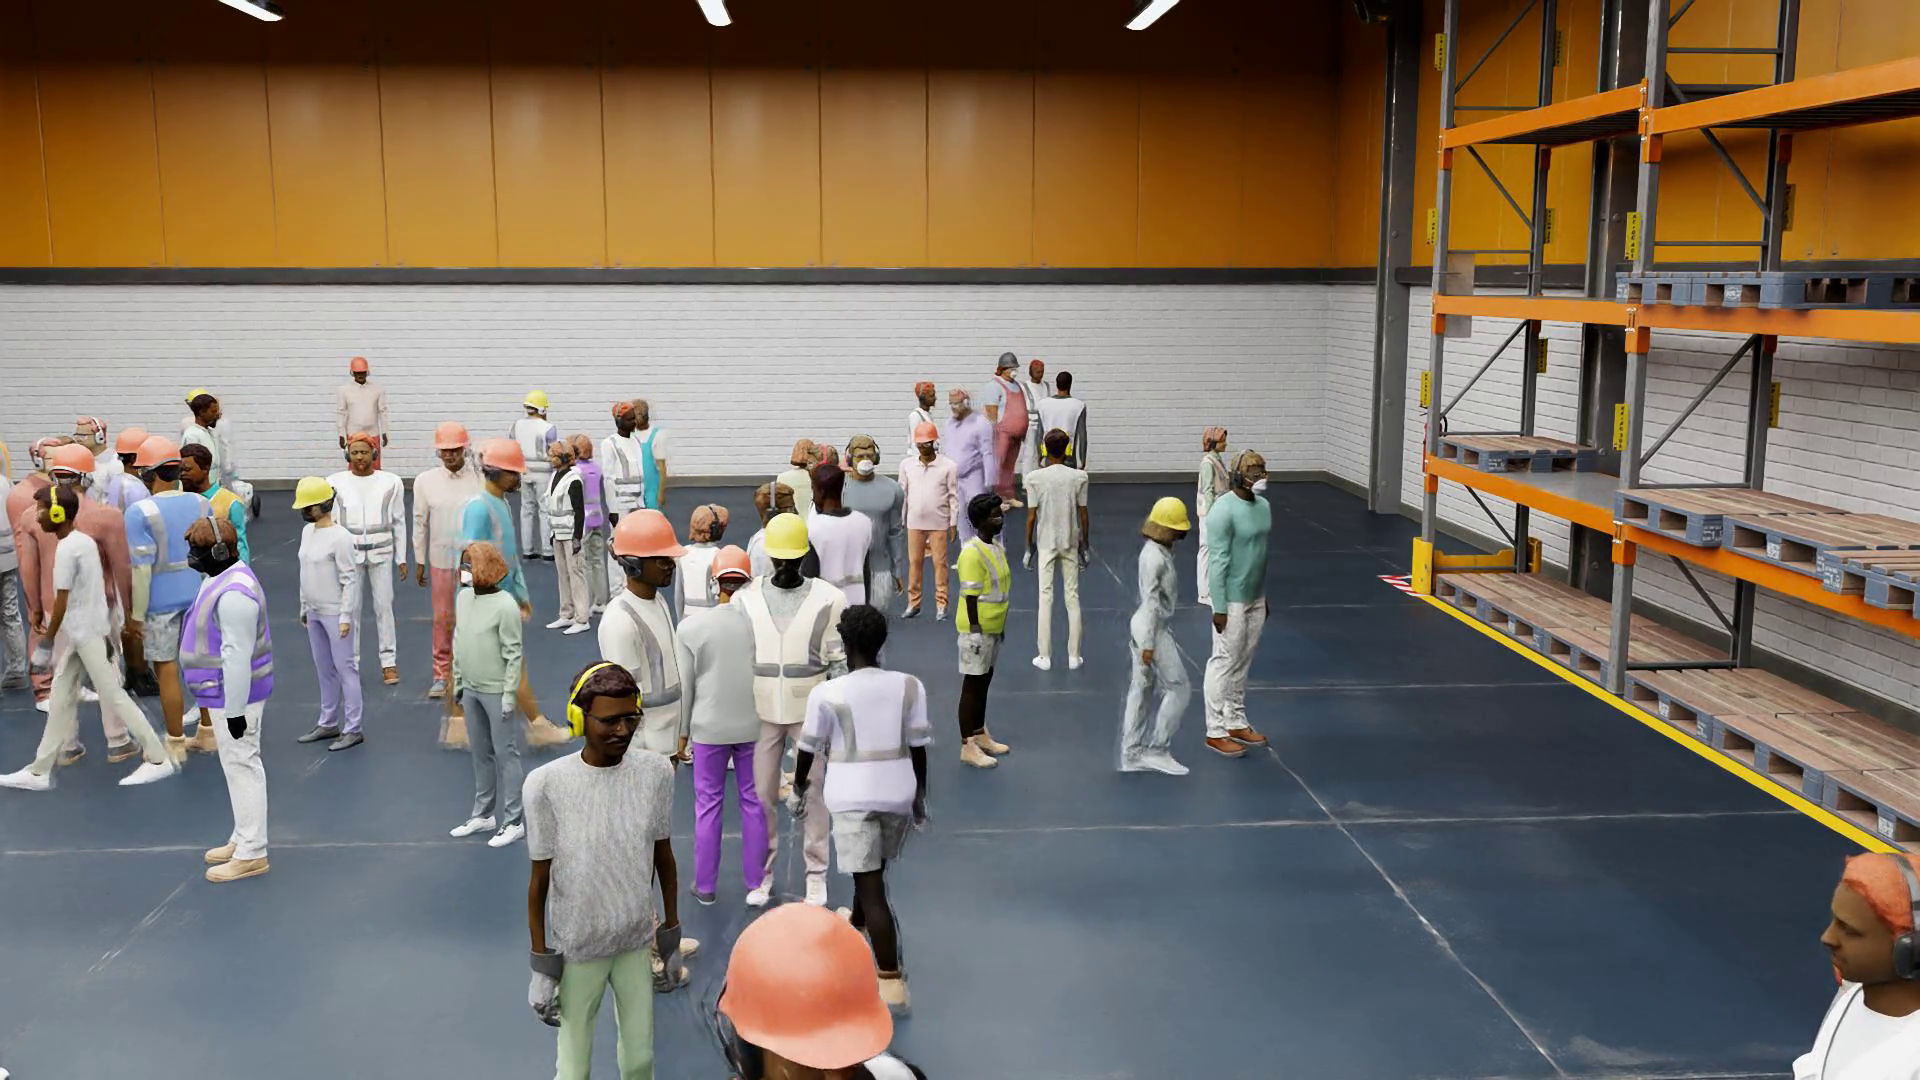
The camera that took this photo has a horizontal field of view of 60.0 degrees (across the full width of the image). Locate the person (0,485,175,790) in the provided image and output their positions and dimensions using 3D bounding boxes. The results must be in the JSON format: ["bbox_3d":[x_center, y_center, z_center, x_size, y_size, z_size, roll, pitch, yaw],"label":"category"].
[{"bbox_3d":[-5.154,0.586,9.733,0.971,1.811,0.586,-4,10,-22],"label":"person"}]

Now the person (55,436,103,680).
[{"bbox_3d":[-6.645,0.134,12.481,0.358,1.835,0.516,3,10,19],"label":"person"}]

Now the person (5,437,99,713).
[{"bbox_3d":[-6.270,0.239,11.573,0.406,1.911,0.637,1,9,6],"label":"person"}]

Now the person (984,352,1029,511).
[{"bbox_3d":[0.635,-1.411,21.521,0.537,2.000,0.674,6,11,33],"label":"person"}]

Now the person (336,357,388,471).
[{"bbox_3d":[-7.760,-1.390,21.602,0.636,1.981,0.431,-6,11,-32],"label":"person"}]

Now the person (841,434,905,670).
[{"bbox_3d":[-0.675,0.230,11.531,0.627,1.940,0.372,-3,10,-20],"label":"person"}]

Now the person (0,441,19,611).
[{"bbox_3d":[-8.422,-0.231,14.467,0.367,1.927,0.584,-5,10,-28],"label":"person"}]

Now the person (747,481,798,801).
[{"bbox_3d":[-1.073,0.579,9.634,0.343,1.847,0.507,-2,9,-12],"label":"person"}]

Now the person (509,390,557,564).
[{"bbox_3d":[-4.427,-0.662,17.467,0.600,1.829,0.404,4,10,24],"label":"person"}]

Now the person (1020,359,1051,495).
[{"bbox_3d":[1.034,-1.540,22.855,0.584,1.877,0.356,-7,12,-39],"label":"person"}]

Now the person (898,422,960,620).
[{"bbox_3d":[-0.288,-0.167,14.601,0.574,1.749,0.333,2,9,14],"label":"person"}]

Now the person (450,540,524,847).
[{"bbox_3d":[-2.523,0.808,8.860,0.499,1.633,0.286,7,11,36],"label":"person"}]

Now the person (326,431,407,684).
[{"bbox_3d":[-4.378,0.141,12.268,0.572,1.883,0.356,-3,10,-19],"label":"person"}]

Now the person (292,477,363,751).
[{"bbox_3d":[-4.056,0.465,10.625,0.523,1.760,0.327,7,11,37],"label":"person"}]

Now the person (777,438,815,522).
[{"bbox_3d":[-1.320,-0.058,14.293,0.498,1.634,0.279,0,9,-2],"label":"person"}]

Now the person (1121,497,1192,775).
[{"bbox_3d":[1.226,0.580,10.020,0.546,1.703,0.512,1,9,3],"label":"person"}]

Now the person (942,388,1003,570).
[{"bbox_3d":[0.134,-0.638,17.201,0.659,1.876,0.613,8,12,42],"label":"person"}]

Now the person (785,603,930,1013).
[{"bbox_3d":[-0.416,1.089,7.034,0.550,1.631,0.894,-5,10,-27],"label":"person"}]

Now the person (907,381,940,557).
[{"bbox_3d":[-0.391,-0.771,17.993,0.354,1.883,0.572,2,9,13],"label":"person"}]

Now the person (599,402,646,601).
[{"bbox_3d":[-3.032,-0.313,15.123,0.355,1.882,0.575,3,10,18],"label":"person"}]

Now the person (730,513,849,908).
[{"bbox_3d":[-0.819,0.814,7.941,0.590,1.918,0.400,1,9,5],"label":"person"}]

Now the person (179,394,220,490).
[{"bbox_3d":[-7.185,-0.429,15.776,0.387,1.910,0.593,-2,9,-10],"label":"person"}]

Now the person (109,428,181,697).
[{"bbox_3d":[-5.900,0.156,11.999,0.367,1.935,0.552,-8,12,-41],"label":"person"}]

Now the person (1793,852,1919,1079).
[{"bbox_3d":[1.871,1.547,3.441,0.355,1.883,0.573,1,9,9],"label":"person"}]

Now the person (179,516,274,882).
[{"bbox_3d":[-3.687,0.786,8.388,0.429,1.837,0.624,-5,10,-28],"label":"person"}]

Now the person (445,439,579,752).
[{"bbox_3d":[-2.838,0.363,10.528,1.001,1.990,0.630,-1,9,-3],"label":"person"}]

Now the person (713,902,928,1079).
[{"bbox_3d":[-0.238,1.582,2.797,0.633,2.012,0.759,-7,11,-37],"label":"person"}]

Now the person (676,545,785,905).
[{"bbox_3d":[-1.102,0.889,8.033,0.574,1.736,0.354,-3,10,-19],"label":"person"}]

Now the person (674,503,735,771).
[{"bbox_3d":[-1.534,0.596,10.172,0.523,1.638,0.310,7,12,38],"label":"person"}]

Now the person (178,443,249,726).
[{"bbox_3d":[-5.028,0.304,11.138,0.599,1.915,0.375,3,9,18],"label":"person"}]

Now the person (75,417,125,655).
[{"bbox_3d":[-6.872,-0.029,13.262,0.642,1.909,0.409,4,10,23],"label":"person"}]

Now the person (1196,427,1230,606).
[{"bbox_3d":[2.322,-0.220,15.294,0.307,1.641,0.514,3,9,16],"label":"person"}]

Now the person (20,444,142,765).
[{"bbox_3d":[-5.431,0.399,10.297,0.625,1.992,0.388,-2,9,-10],"label":"person"}]

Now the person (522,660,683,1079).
[{"bbox_3d":[-1.098,1.284,5.177,0.509,1.860,0.333,-6,11,-33],"label":"person"}]

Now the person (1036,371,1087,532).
[{"bbox_3d":[1.181,-1.005,19.398,0.601,1.911,0.390,2,9,15],"label":"person"}]

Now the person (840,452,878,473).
[{"bbox_3d":[-0.748,0.192,12.350,0.326,1.752,0.559,-1,9,-4],"label":"person"}]

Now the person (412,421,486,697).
[{"bbox_3d":[-3.597,0.140,11.925,0.622,1.992,0.397,-2,9,-11],"label":"person"}]

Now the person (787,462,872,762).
[{"bbox_3d":[-0.757,0.466,10.193,0.712,1.898,0.605,7,11,37],"label":"person"}]

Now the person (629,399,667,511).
[{"bbox_3d":[-3.117,-0.468,16.318,0.537,1.811,0.617,3,9,17],"label":"person"}]

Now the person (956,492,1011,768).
[{"bbox_3d":[0.148,0.545,10.312,0.321,1.697,0.529,3,10,18],"label":"person"}]

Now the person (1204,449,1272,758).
[{"bbox_3d":[1.776,0.387,10.548,0.366,1.938,0.630,7,12,38],"label":"person"}]

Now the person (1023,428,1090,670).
[{"bbox_3d":[0.741,0.071,12.770,0.518,1.865,0.328,-1,9,-4],"label":"person"}]

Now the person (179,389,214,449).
[{"bbox_3d":[-8.459,-0.800,18.540,0.526,1.768,0.331,5,10,28],"label":"person"}]

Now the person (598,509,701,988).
[{"bbox_3d":[-1.325,0.879,7.133,0.377,2.044,0.607,0,9,1],"label":"person"}]

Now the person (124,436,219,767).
[{"bbox_3d":[-4.889,0.378,10.276,0.376,2.042,0.615,4,10,21],"label":"person"}]

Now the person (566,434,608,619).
[{"bbox_3d":[-3.313,-0.122,14.681,0.310,1.638,0.522,4,10,22],"label":"person"}]

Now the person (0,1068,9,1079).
[{"bbox_3d":[-3.771,1.143,6.020,0.323,1.871,0.530,3,10,18],"label":"person"}]

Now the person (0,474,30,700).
[{"bbox_3d":[-6.955,0.178,11.861,0.417,1.940,0.607,1,9,4],"label":"person"}]

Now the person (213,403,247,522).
[{"bbox_3d":[-8.839,-0.911,19.801,0.507,1.582,0.842,3,9,16],"label":"person"}]

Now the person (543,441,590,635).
[{"bbox_3d":[-3.328,-0.023,14.061,0.311,1.638,0.523,-7,11,-38],"label":"person"}]
